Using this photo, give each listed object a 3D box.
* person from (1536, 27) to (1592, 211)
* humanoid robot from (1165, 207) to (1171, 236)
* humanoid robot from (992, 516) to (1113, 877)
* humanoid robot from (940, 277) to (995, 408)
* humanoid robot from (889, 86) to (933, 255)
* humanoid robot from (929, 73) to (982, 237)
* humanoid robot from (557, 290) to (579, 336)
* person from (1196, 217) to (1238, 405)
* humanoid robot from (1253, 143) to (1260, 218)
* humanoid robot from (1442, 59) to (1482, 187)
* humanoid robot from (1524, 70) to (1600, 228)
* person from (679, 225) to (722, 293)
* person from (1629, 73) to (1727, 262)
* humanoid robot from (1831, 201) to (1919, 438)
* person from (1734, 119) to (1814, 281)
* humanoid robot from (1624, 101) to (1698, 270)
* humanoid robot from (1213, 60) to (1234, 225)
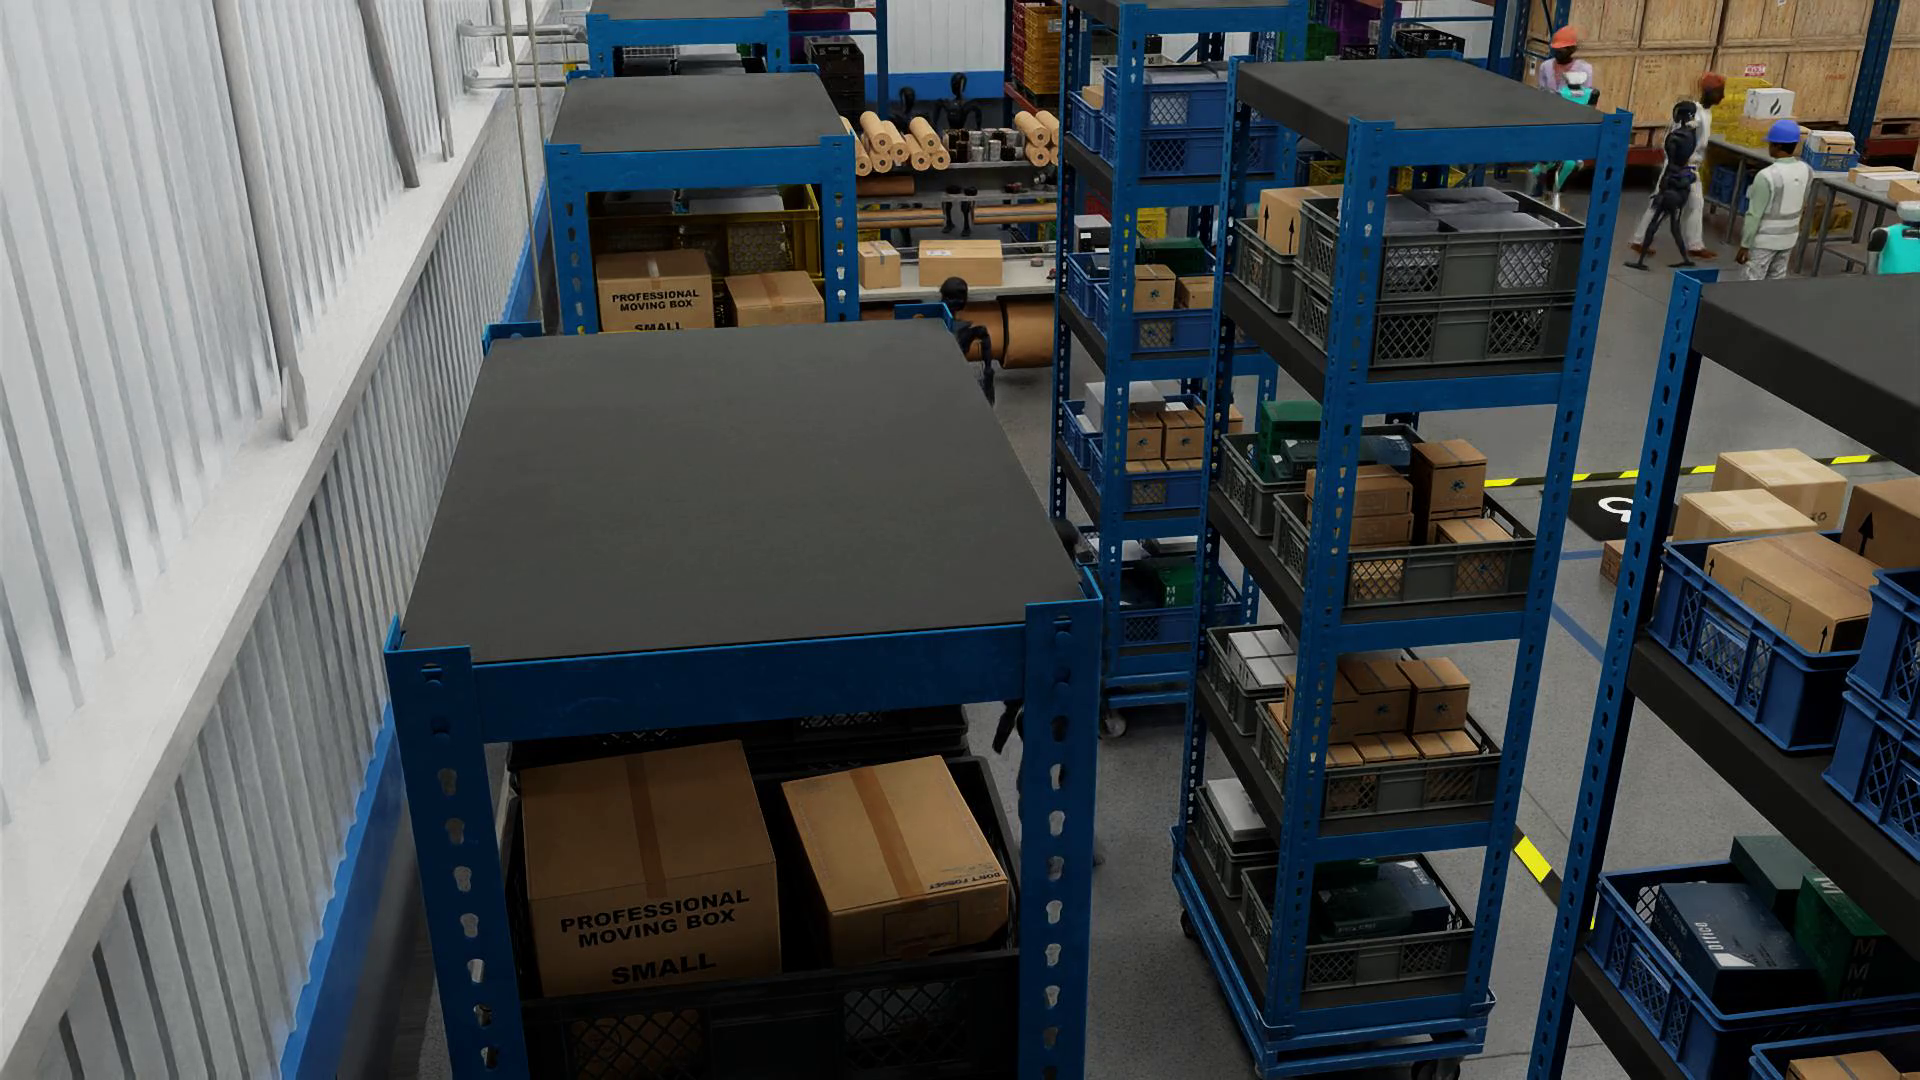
[{"bbox_3d":[6.517,-4.549,18.116,0.632,2.005,0.620,-21,32,-37],"label":"person"},{"bbox_3d":[2.058,-3.903,17.074,0.540,1.835,0.660,7,26,15],"label":"humanoid robot"},{"bbox_3d":[0.428,0.689,7.127,0.613,1.633,0.406,-17,30,-33],"label":"humanoid robot"},{"bbox_3d":[-0.069,-0.823,10.396,0.608,1.638,0.370,8,26,18],"label":"humanoid robot"},{"bbox_3d":[-0.530,-3.760,16.847,0.613,1.655,0.688,-14,28,-28],"label":"humanoid robot"},{"bbox_3d":[-0.046,-4.010,17.315,0.586,1.653,0.350,7,26,16],"label":"humanoid robot"},{"bbox_3d":[-2.857,-1.780,12.461,0.802,1.801,0.531,3,25,7],"label":"humanoid robot"},{"bbox_3d":[1.705,-1.245,11.111,0.370,1.852,0.588,-5,25,-10],"label":"person"},{"bbox_3d":[2.976,-3.644,16.491,0.548,1.788,0.872,-8,26,-17],"label":"humanoid robot"},{"bbox_3d":[5.535,-4.499,18.414,0.653,1.628,0.612,20,31,36],"label":"humanoid robot"},{"bbox_3d":[6.216,-4.110,17.510,0.557,1.755,1.005,-2,25,-5],"label":"humanoid robot"},{"bbox_3d":[-2.187,-2.764,14.276,0.602,1.966,0.367,-19,31,-36],"label":"person"},{"bbox_3d":[7.144,-3.674,16.415,0.858,1.838,0.587,21,32,37],"label":"person"},{"bbox_3d":[6.624,-1.436,11.684,0.541,1.789,0.836,1,25,1],"label":"humanoid robot"},{"bbox_3d":[6.629,-2.466,13.664,0.606,1.939,0.415,-11,27,-23],"label":"person"},{"bbox_3d":[6.908,-3.429,16.095,0.608,1.631,0.601,18,30,34],"label":"humanoid robot"},{"bbox_3d":[2.894,-4.067,17.415,0.667,1.822,0.555,15,29,29],"label":"humanoid robot"}]
